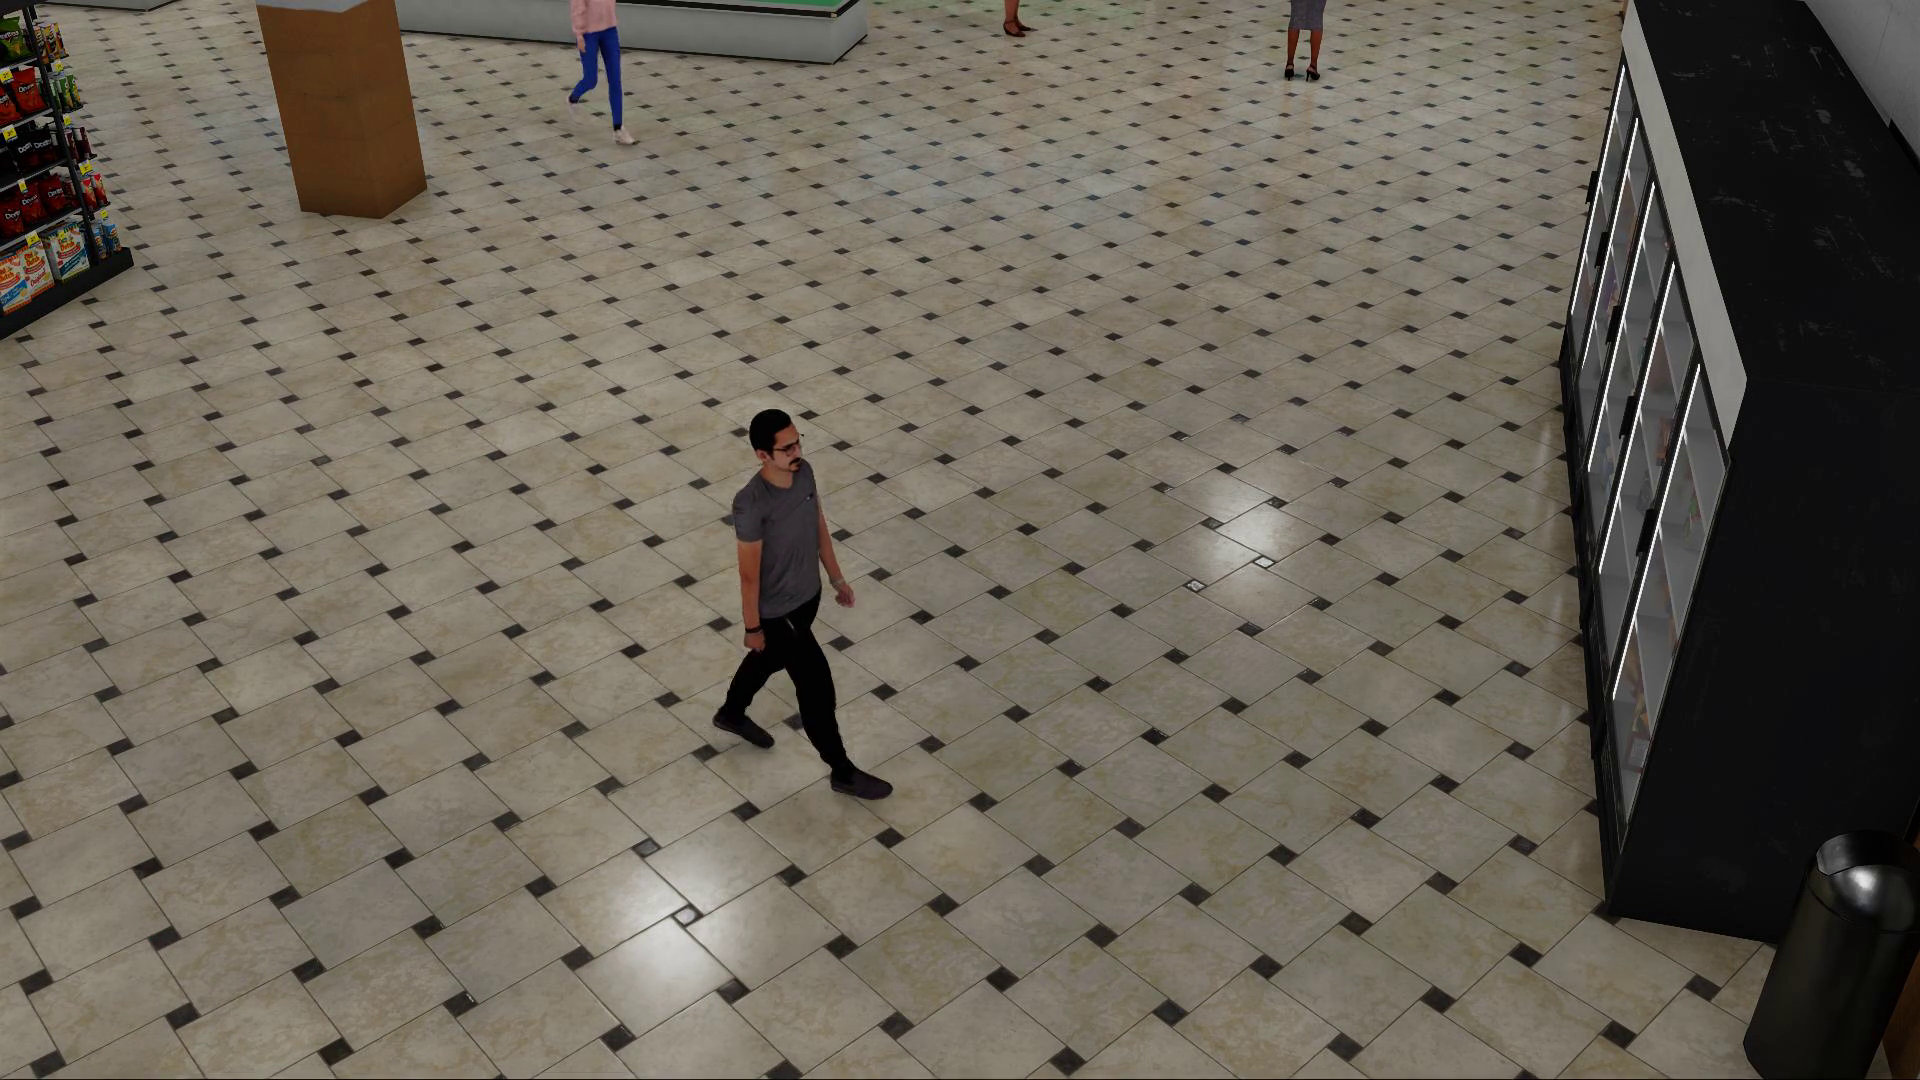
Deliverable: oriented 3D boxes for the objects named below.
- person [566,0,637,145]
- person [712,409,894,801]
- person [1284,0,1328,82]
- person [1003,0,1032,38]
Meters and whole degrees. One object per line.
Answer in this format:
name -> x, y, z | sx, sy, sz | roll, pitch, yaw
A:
person -> -3.084, -4.202, 13.855 | 1.163, 1.751, 0.979 | 26, 40, 35
person -> -0.776, 0.231, 6.759 | 1.151, 1.722, 0.692 | 11, 34, 18
person -> 3.227, -5.147, 15.346 | 0.493, 1.780, 0.672 | 12, 34, 18
person -> 0.574, -5.969, 16.752 | 0.570, 1.690, 0.581 | 9, 33, 15
